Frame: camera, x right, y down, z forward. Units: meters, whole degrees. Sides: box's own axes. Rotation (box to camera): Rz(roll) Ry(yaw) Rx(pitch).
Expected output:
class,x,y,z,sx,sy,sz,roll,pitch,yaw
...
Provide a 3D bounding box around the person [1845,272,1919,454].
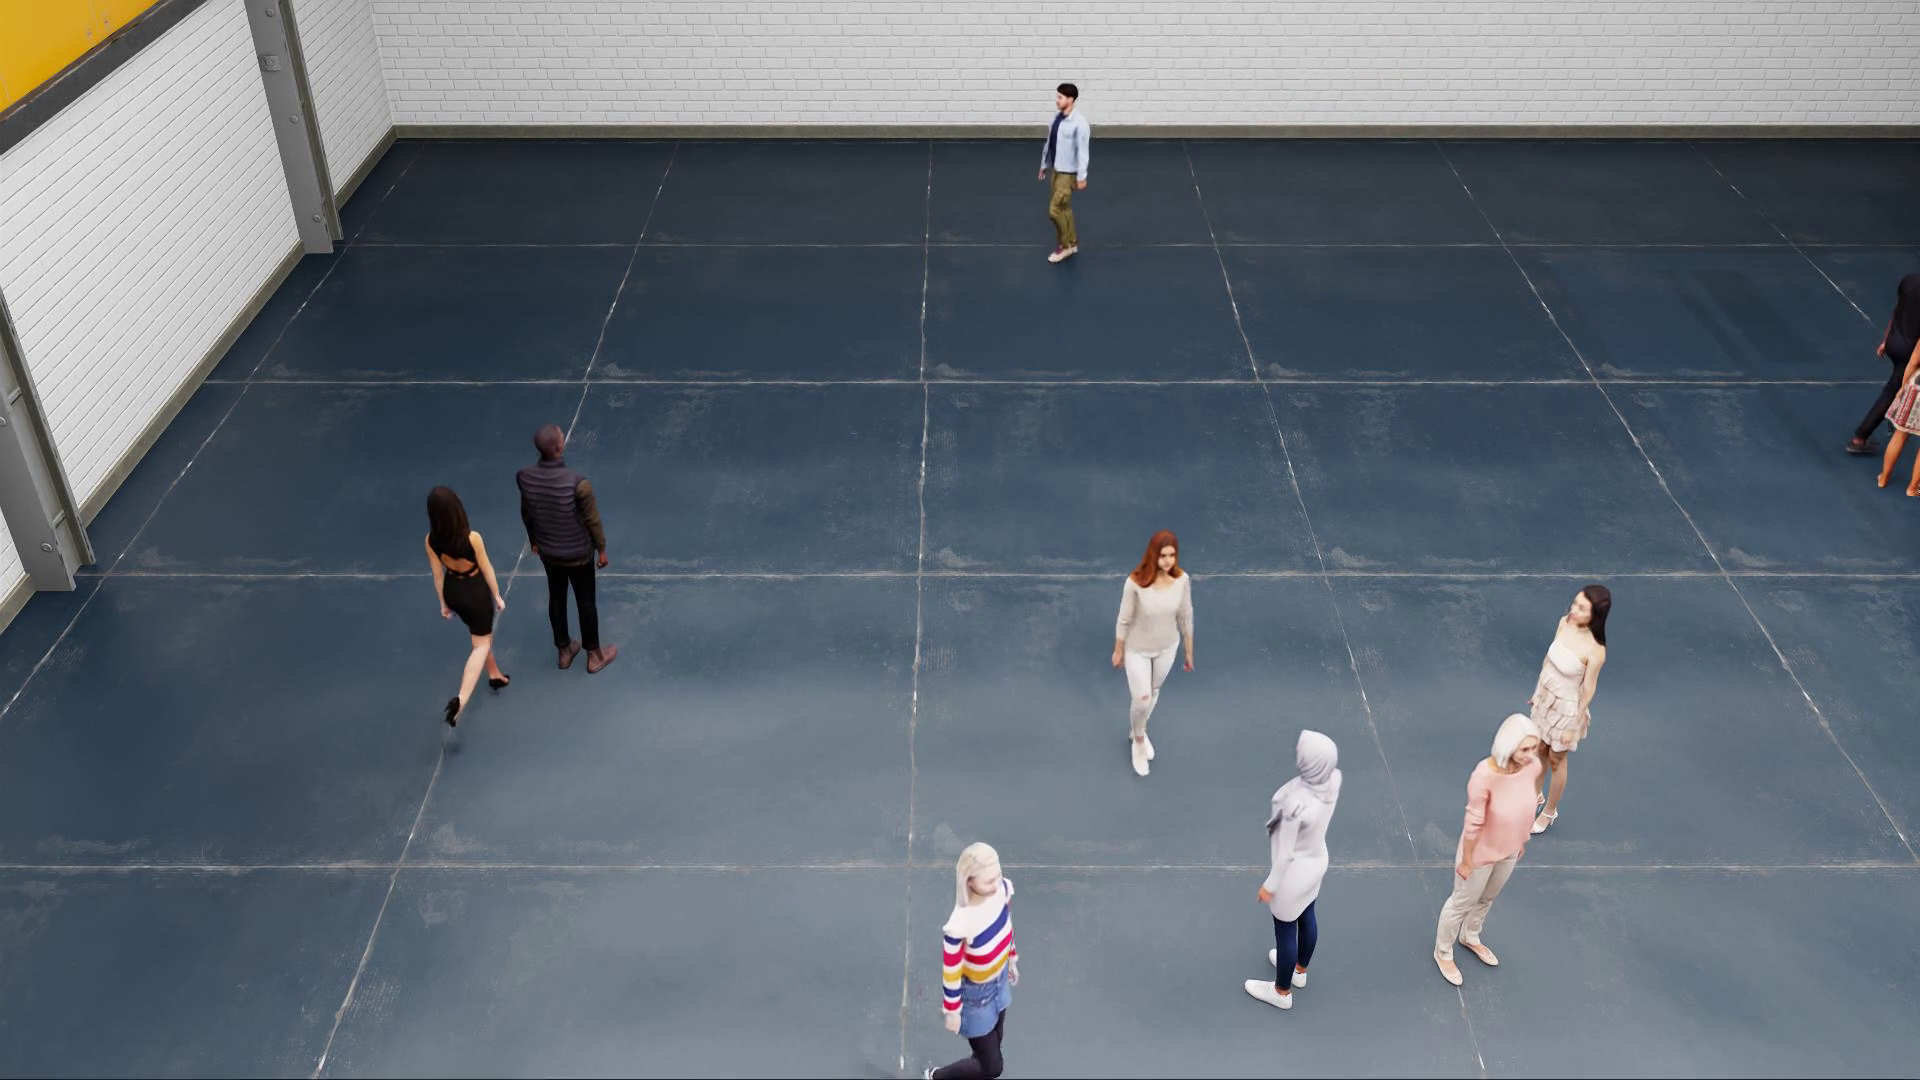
class,x,y,z,sx,sy,sz,roll,pitch,yaw
person,7.477,-1.460,13.232,0.840,1.793,0.966,-7,34,-11

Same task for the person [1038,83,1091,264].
class,x,y,z,sx,sy,sz,roll,pitch,yaw
person,1.119,-3.665,16.549,0.856,1.793,0.747,-14,36,-20

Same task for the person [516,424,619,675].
class,x,y,z,sx,sy,sz,roll,pitch,yaw
person,-2.591,0.060,10.906,0.760,1.836,0.673,9,35,14

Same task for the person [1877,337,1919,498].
class,x,y,z,sx,sy,sz,roll,pitch,yaw
person,7.488,-1.117,12.850,0.721,1.644,0.756,25,41,32

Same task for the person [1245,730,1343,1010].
class,x,y,z,sx,sy,sz,roll,pitch,yaw
person,1.737,1.688,8.512,0.745,1.775,0.678,27,42,35

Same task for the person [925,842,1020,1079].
class,x,y,z,sx,sy,sz,roll,pitch,yaw
person,0.026,2.089,7.886,0.869,1.801,0.799,19,38,26

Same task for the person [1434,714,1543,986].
class,x,y,z,sx,sy,sz,roll,pitch,yaw
person,2.780,1.589,8.706,0.684,1.725,0.687,-17,37,-24

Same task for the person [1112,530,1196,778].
class,x,y,z,sx,sy,sz,roll,pitch,yaw
person,1.144,0.608,10.210,0.709,1.695,0.746,-8,35,-12

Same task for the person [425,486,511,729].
class,x,y,z,sx,sy,sz,roll,pitch,yaw
person,-3.132,0.453,10.508,0.715,1.622,1.027,8,35,12

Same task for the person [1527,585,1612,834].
class,x,y,z,sx,sy,sz,roll,pitch,yaw
person,3.482,0.980,9.612,0.686,1.737,0.545,-9,35,-13
